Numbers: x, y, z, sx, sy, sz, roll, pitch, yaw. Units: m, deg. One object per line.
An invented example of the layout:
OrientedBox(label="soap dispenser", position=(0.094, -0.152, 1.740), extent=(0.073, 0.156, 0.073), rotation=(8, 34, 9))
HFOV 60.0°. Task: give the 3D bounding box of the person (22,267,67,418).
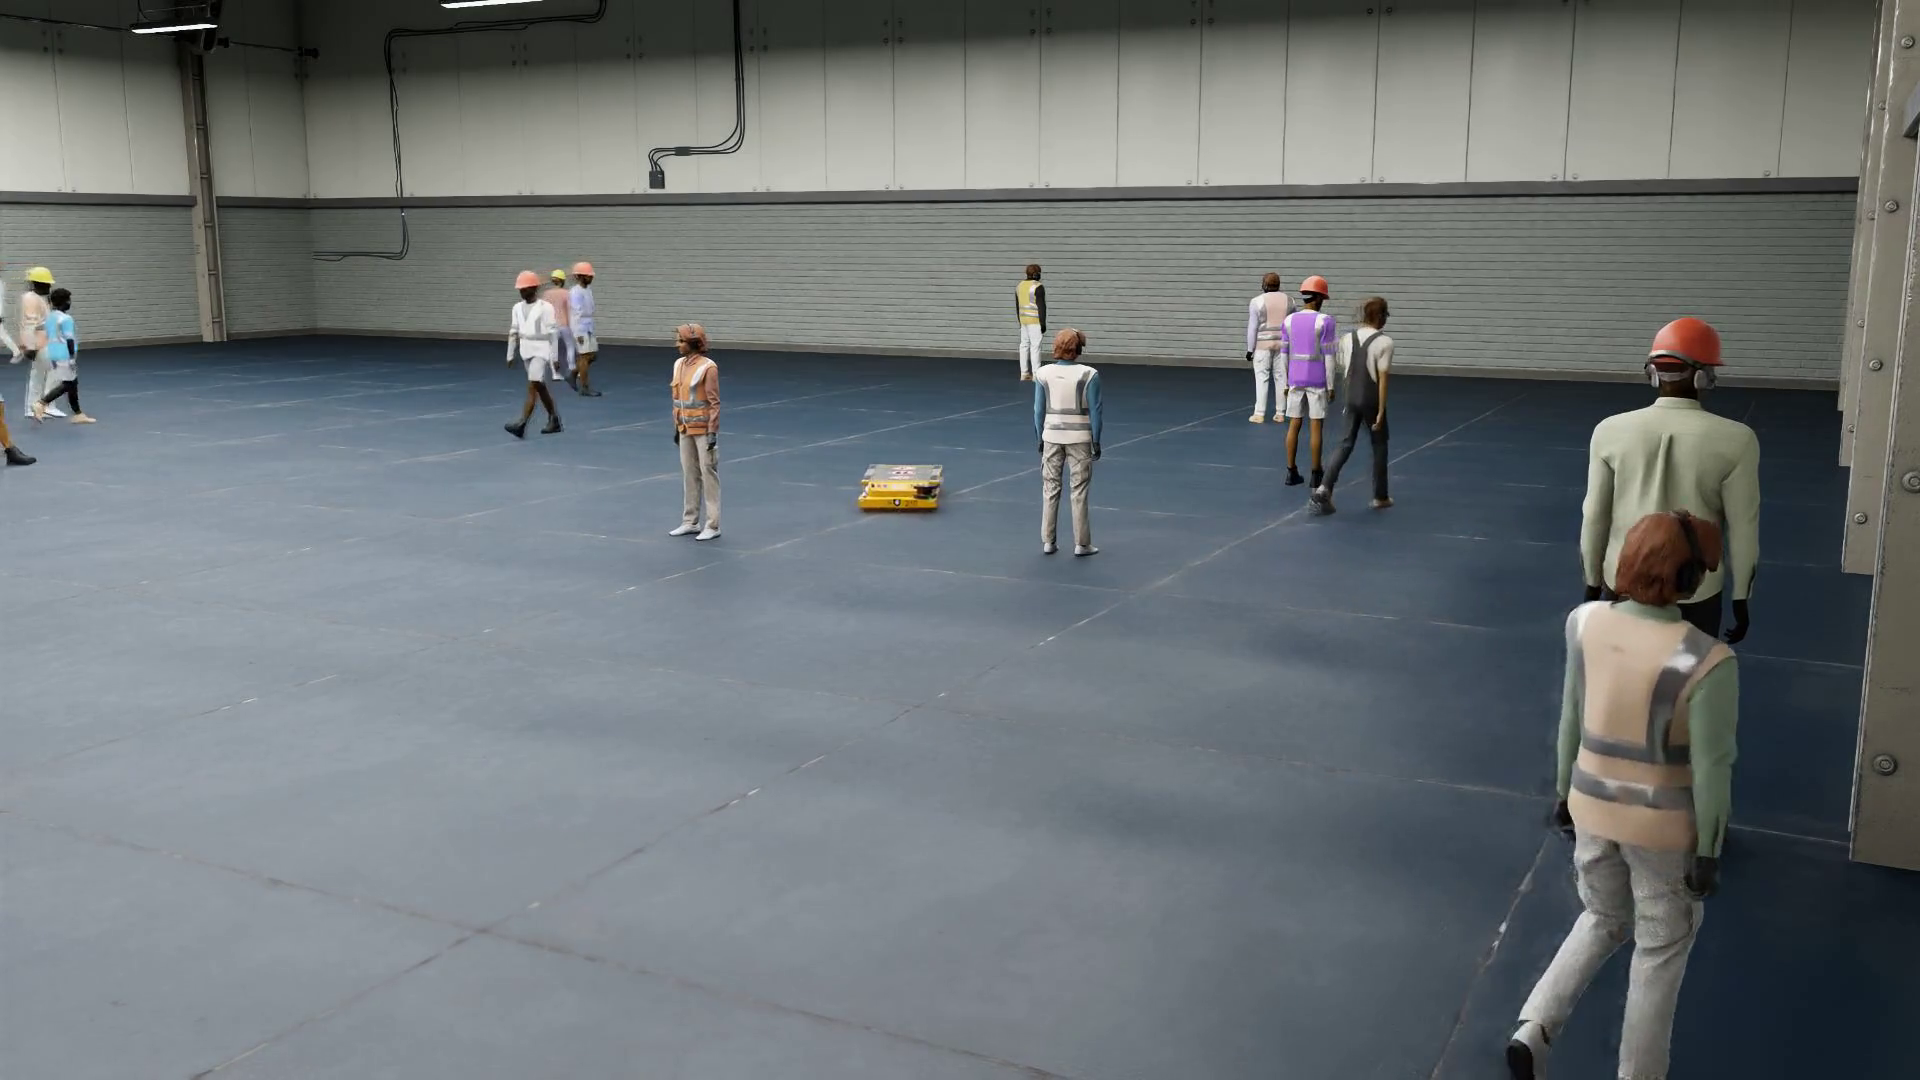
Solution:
OrientedBox(label="person", position=(-11.487, -2.461, 20.839), extent=(0.583, 1.896, 0.720), rotation=(-4, 11, -20))

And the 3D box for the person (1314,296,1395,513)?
OrientedBox(label="person", position=(3.321, -1.119, 13.799), extent=(0.516, 1.813, 0.908), rotation=(10, 15, 44))

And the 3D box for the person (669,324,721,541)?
OrientedBox(label="person", position=(-1.993, -0.815, 12.593), extent=(0.315, 1.636, 0.515), rotation=(-10, 15, -44))

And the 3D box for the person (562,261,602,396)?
OrientedBox(label="person", position=(-5.411, -3.003, 23.743), extent=(0.543, 1.926, 0.547), rotation=(2, 11, 9))

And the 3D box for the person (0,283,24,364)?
OrientedBox(label="person", position=(-17.076, -3.999, 29.390), extent=(0.585, 1.852, 0.926), rotation=(4, 11, 22))

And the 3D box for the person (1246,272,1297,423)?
OrientedBox(label="person", position=(3.806, -2.360, 20.455), extent=(0.621, 1.845, 0.429), rotation=(-3, 11, -15))

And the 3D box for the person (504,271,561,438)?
OrientedBox(label="person", position=(-4.922, -2.115, 19.002), extent=(0.572, 1.878, 1.005), rotation=(5, 12, 27))

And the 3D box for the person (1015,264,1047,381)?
OrientedBox(label="person", position=(1.156, -3.425, 26.266), extent=(0.430, 1.845, 0.619), rotation=(-8, 13, -36))

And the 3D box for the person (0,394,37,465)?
OrientedBox(label="person", position=(-9.841, -1.658, 16.531), extent=(1.005, 1.886, 0.563), rotation=(0, 10, 1))

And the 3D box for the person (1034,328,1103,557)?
OrientedBox(label="person", position=(0.775, -0.696, 11.933), extent=(0.518, 1.640, 0.307), rotation=(5, 11, 24))

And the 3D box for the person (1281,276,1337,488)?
OrientedBox(label="person", position=(3.203, -1.445, 15.232), extent=(0.543, 1.928, 0.373), rotation=(9, 13, 39))

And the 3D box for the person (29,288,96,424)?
OrientedBox(label="person", position=(-10.877, -2.198, 20.032), extent=(0.531, 1.675, 0.717), rotation=(9, 13, 39))

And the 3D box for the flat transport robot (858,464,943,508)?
OrientedBox(label="flat transport robot", position=(-0.502, -0.483, 14.509), extent=(0.652, 0.197, 1.431), rotation=(0, 10, 2))

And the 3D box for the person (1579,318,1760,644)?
OrientedBox(label="person", position=(2.662, 0.167, 6.265), extent=(0.622, 1.990, 0.395), rotation=(7, 13, 34))

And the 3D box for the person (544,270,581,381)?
OrientedBox(label="person", position=(-6.314, -3.415, 26.453), extent=(0.553, 1.737, 0.737), rotation=(3, 11, 14))

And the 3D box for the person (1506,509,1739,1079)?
OrientedBox(label="person", position=(1.693, 0.726, 4.224), extent=(0.453, 1.621, 0.527), rotation=(-6, 12, -28))
